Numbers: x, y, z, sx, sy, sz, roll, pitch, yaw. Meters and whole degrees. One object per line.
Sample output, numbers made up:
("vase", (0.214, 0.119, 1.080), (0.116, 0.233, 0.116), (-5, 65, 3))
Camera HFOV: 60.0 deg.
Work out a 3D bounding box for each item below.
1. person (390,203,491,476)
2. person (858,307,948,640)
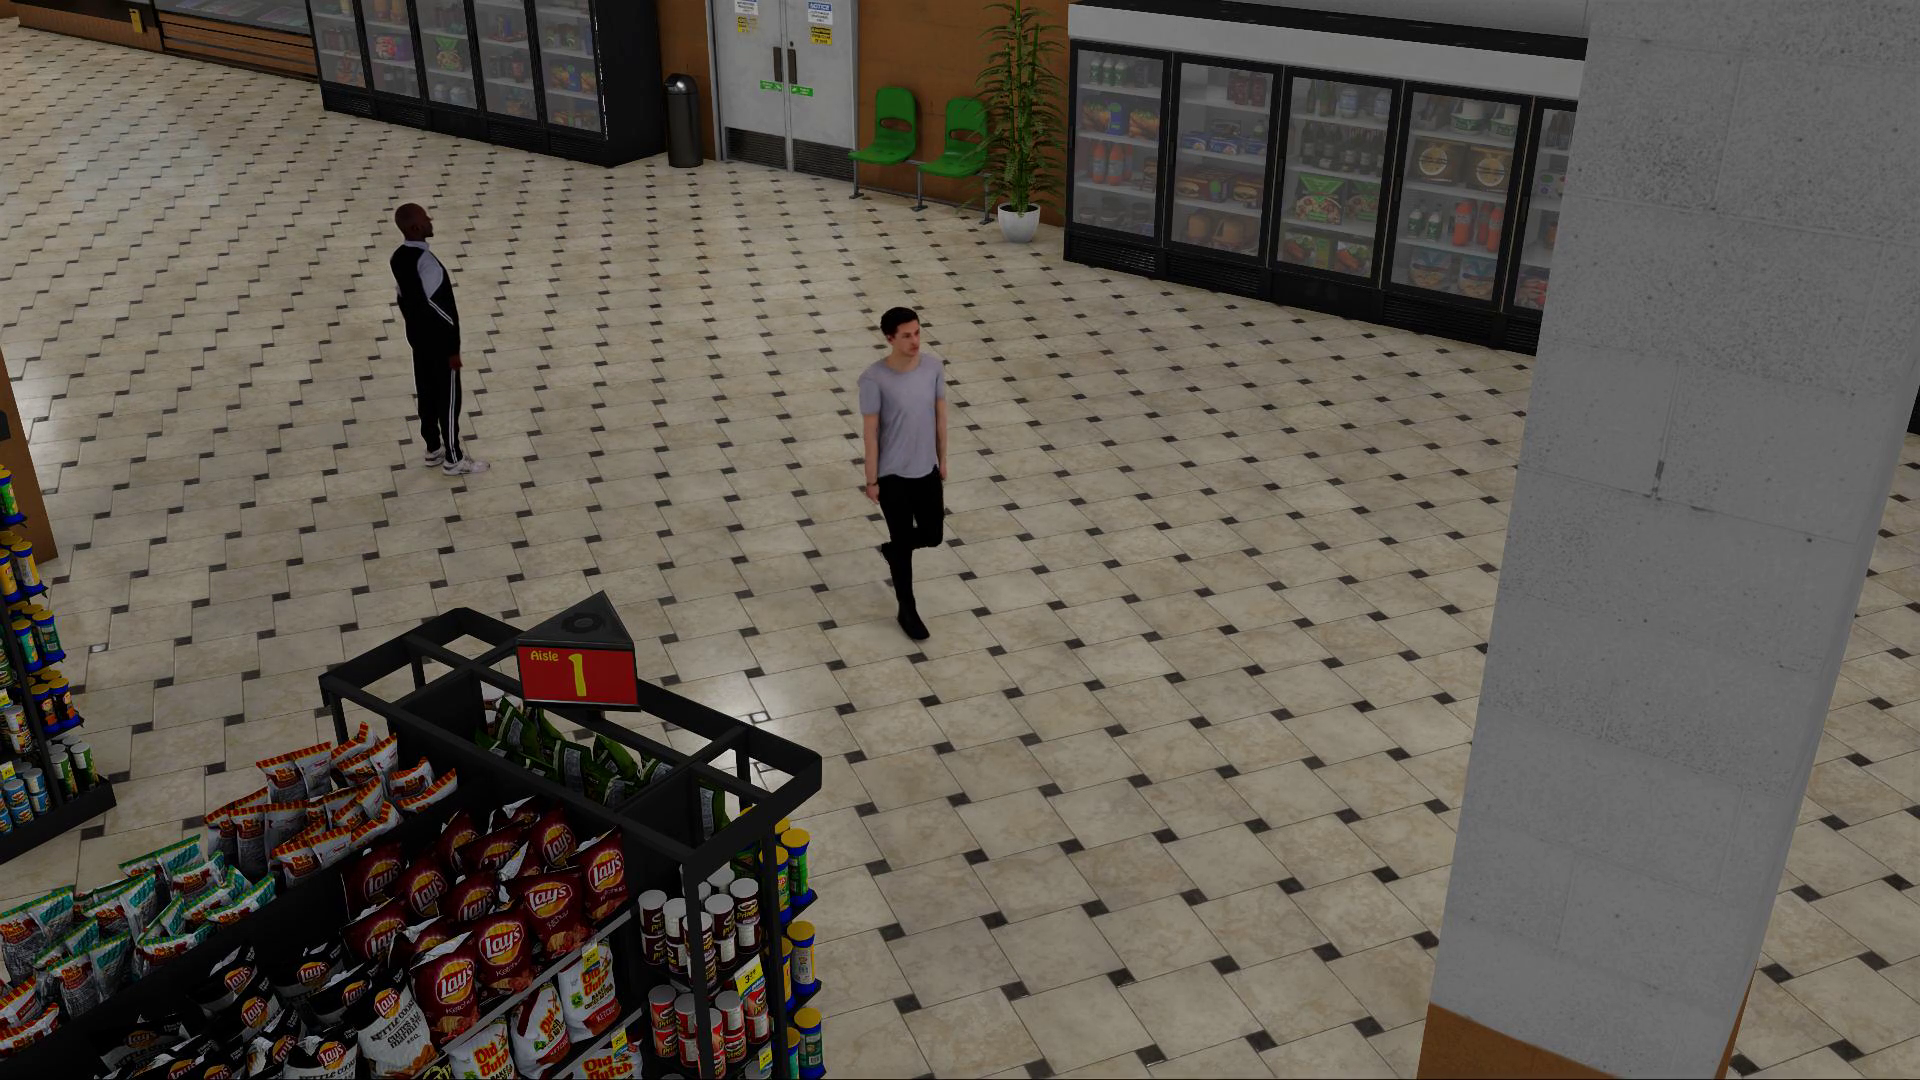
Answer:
("person", (-3.469, -1.318, 10.900), (0.699, 1.828, 0.605), (24, 36, 39))
("person", (-0.329, -0.397, 9.061), (0.968, 1.849, 0.955), (-14, 30, -25))
